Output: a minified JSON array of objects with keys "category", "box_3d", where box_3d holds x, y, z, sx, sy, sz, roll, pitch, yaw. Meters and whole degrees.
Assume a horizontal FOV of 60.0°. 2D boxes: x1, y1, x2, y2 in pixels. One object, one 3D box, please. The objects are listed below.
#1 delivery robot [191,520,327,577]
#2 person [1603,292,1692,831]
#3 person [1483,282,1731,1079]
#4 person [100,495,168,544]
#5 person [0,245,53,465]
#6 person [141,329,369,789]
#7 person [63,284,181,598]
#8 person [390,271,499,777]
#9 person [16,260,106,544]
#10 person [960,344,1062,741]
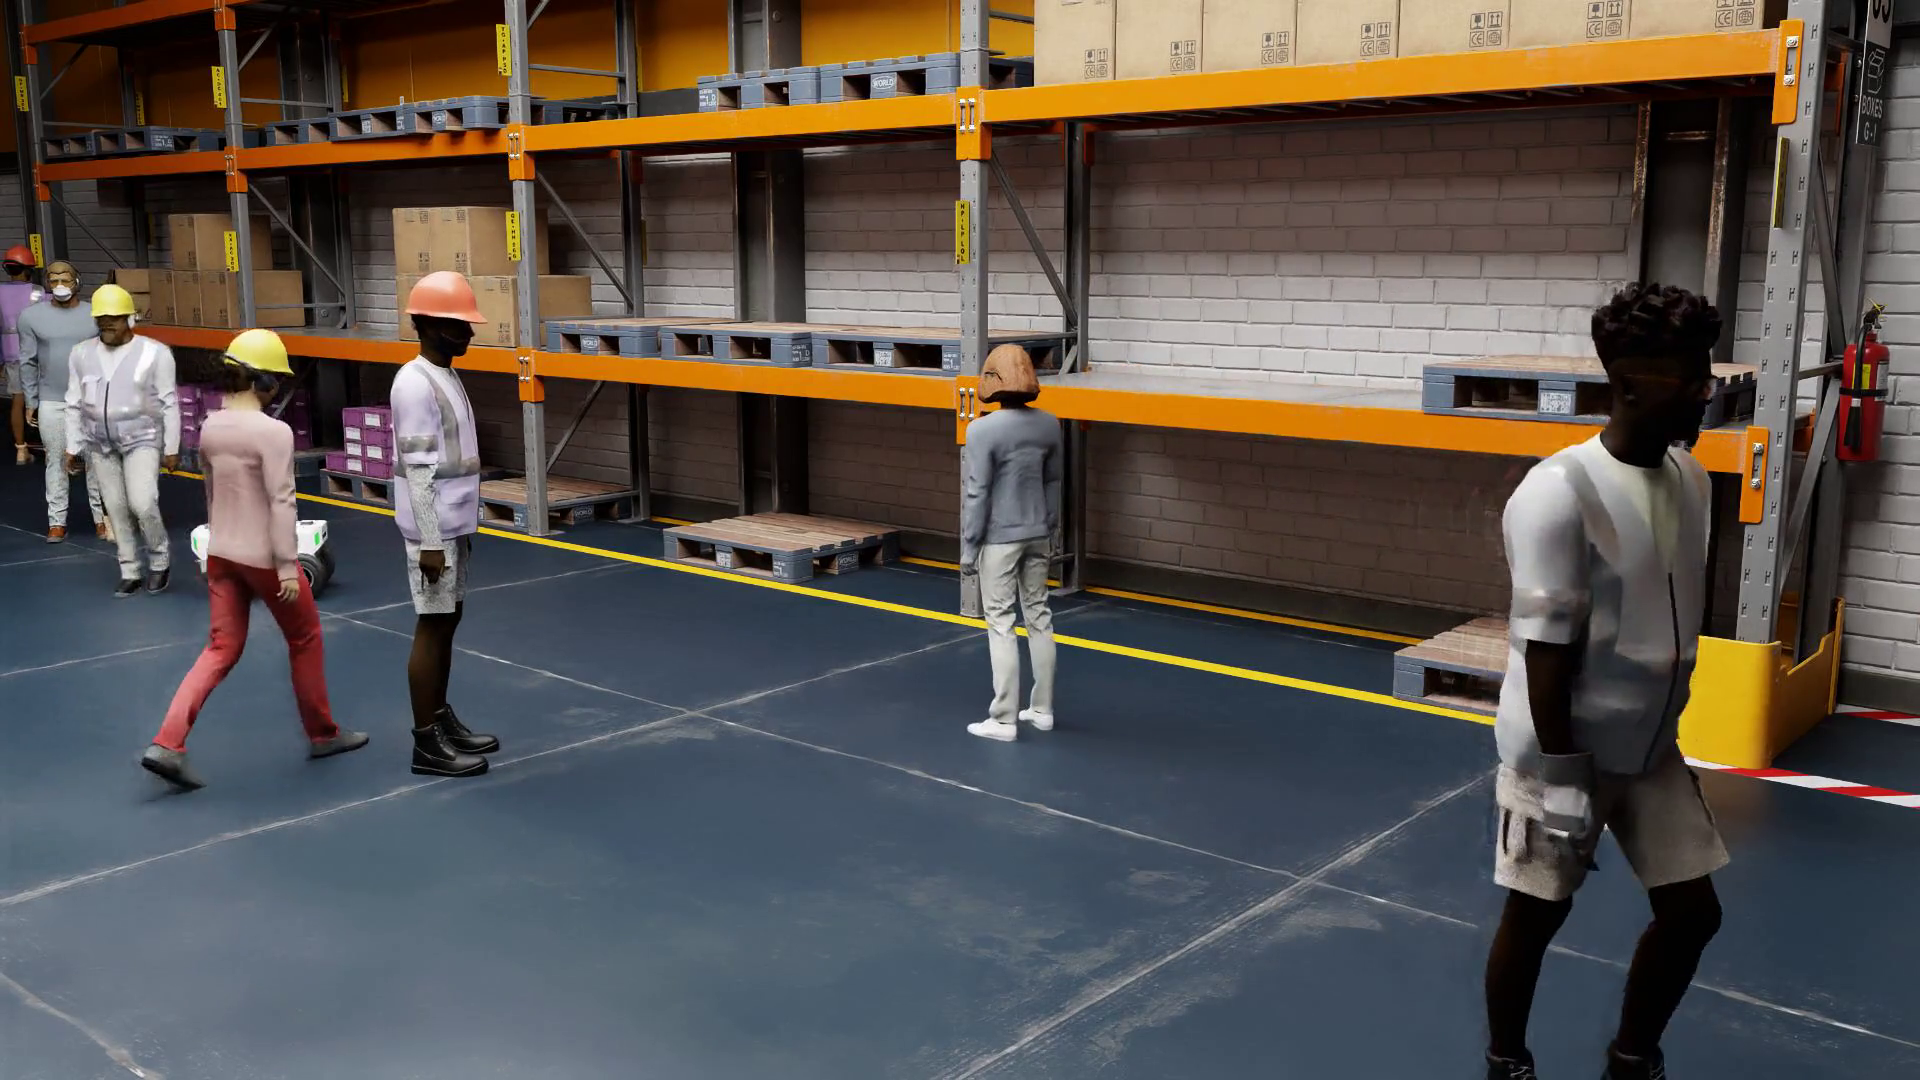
[{"category":"delivery robot","box_3d":[-4.060,0.017,9.647,0.707,0.478,0.477,-3,10,-14]},{"category":"person","box_3d":[2.338,0.084,5.783,0.328,1.874,0.512,5,11,28]},{"category":"person","box_3d":[1.411,0.439,3.534,0.612,1.946,0.642,-5,11,-28]},{"category":"person","box_3d":[-5.772,-0.834,11.507,0.319,1.697,0.533,8,13,40]},{"category":"person","box_3d":[-8.726,-1.721,15.572,0.605,2.045,0.386,-1,10,-5]},{"category":"person","box_3d":[-2.724,0.063,6.316,0.536,1.722,0.871,6,11,29]},{"category":"person","box_3d":[-4.840,-0.560,9.609,0.600,1.818,0.433,0,10,-1]},{"category":"person","box_3d":[-1.979,-0.062,6.437,0.376,1.933,0.551,-1,10,-5]},{"category":"person","box_3d":[-6.124,-0.950,11.481,0.627,1.940,0.371,-5,11,-25]},{"category":"person","box_3d":[0.214,0.011,6.875,0.507,1.631,0.266,-8,13,-40]}]
